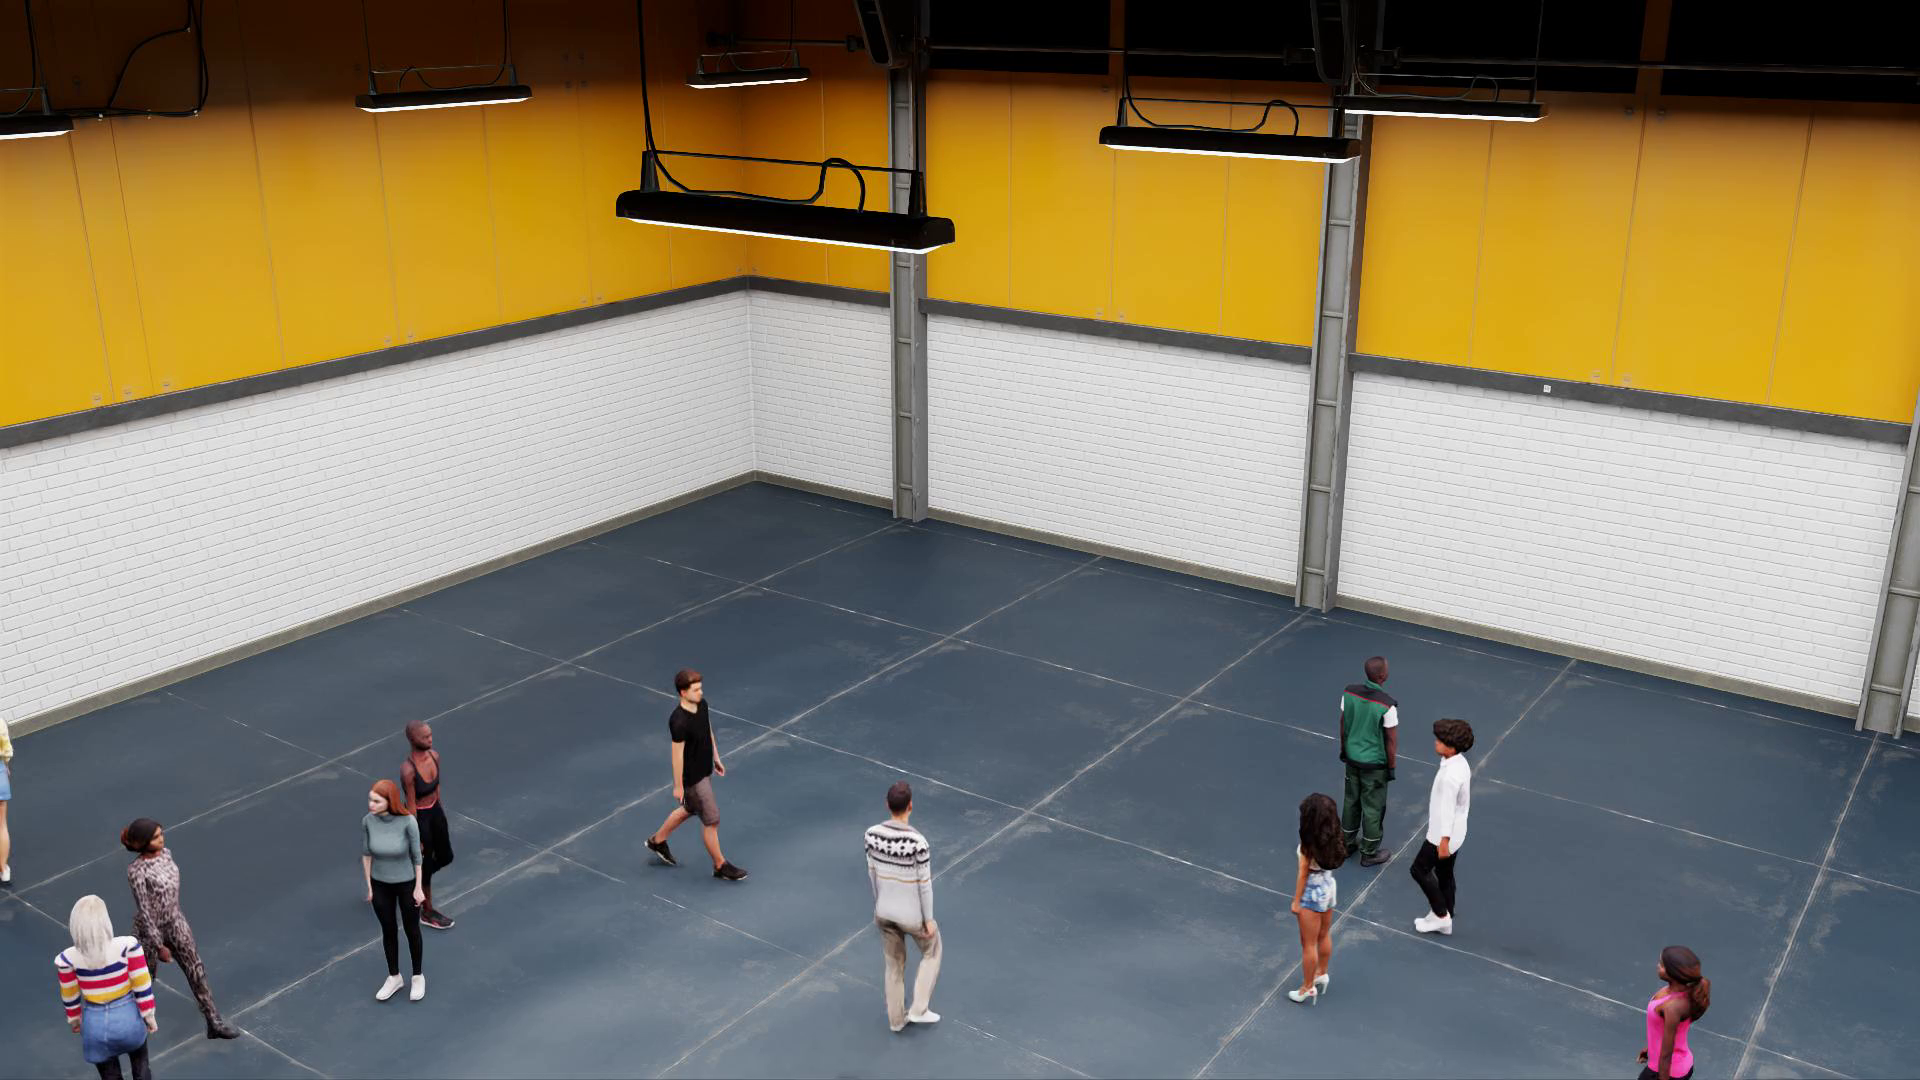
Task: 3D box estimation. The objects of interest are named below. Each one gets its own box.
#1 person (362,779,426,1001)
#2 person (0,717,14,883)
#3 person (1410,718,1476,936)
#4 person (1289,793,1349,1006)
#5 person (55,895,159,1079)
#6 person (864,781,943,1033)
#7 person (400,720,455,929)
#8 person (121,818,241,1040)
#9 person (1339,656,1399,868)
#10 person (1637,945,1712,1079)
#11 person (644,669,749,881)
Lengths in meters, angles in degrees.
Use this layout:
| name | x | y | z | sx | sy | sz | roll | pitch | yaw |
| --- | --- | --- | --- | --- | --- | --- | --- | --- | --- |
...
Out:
| name | x | y | z | sx | sy | sz | roll | pitch | yaw |
| --- | --- | --- | --- | --- | --- | --- | --- | --- | --- |
| person | -4.057 | 2.500 | 11.967 | 0.623 | 1.742 | 0.719 | 2 | 19 | 5 |
| person | -7.944 | 2.039 | 13.608 | 0.899 | 1.566 | 1.200 | -13 | 23 | -34 |
| person | 3.791 | 2.217 | 12.712 | 0.680 | 1.801 | 0.717 | 7 | 20 | 21 |
| person | 2.554 | 2.571 | 11.948 | 0.566 | 1.618 | 0.549 | 14 | 23 | 35 |
| person | -5.240 | 3.045 | 10.263 | 0.839 | 1.795 | 0.893 | -7 | 20 | -19 |
| person | -0.448 | 2.601 | 11.506 | 0.595 | 1.843 | 0.806 | 11 | 22 | 30 |
| person | -4.240 | 2.186 | 12.891 | 0.811 | 1.746 | 0.696 | 7 | 20 | 21 |
| person | -5.584 | 2.713 | 11.449 | 1.196 | 1.667 | 0.775 | 6 | 20 | 18 |
| person | 3.389 | 1.821 | 13.830 | 0.799 | 1.839 | 0.617 | -16 | 24 | -39 |
| person | 4.304 | 3.202 | 9.947 | 0.931 | 1.700 | 0.613 | 14 | 23 | 36 |
| person | -2.249 | 1.894 | 13.616 | 1.269 | 1.837 | 0.970 | 4 | 19 | 12 |
